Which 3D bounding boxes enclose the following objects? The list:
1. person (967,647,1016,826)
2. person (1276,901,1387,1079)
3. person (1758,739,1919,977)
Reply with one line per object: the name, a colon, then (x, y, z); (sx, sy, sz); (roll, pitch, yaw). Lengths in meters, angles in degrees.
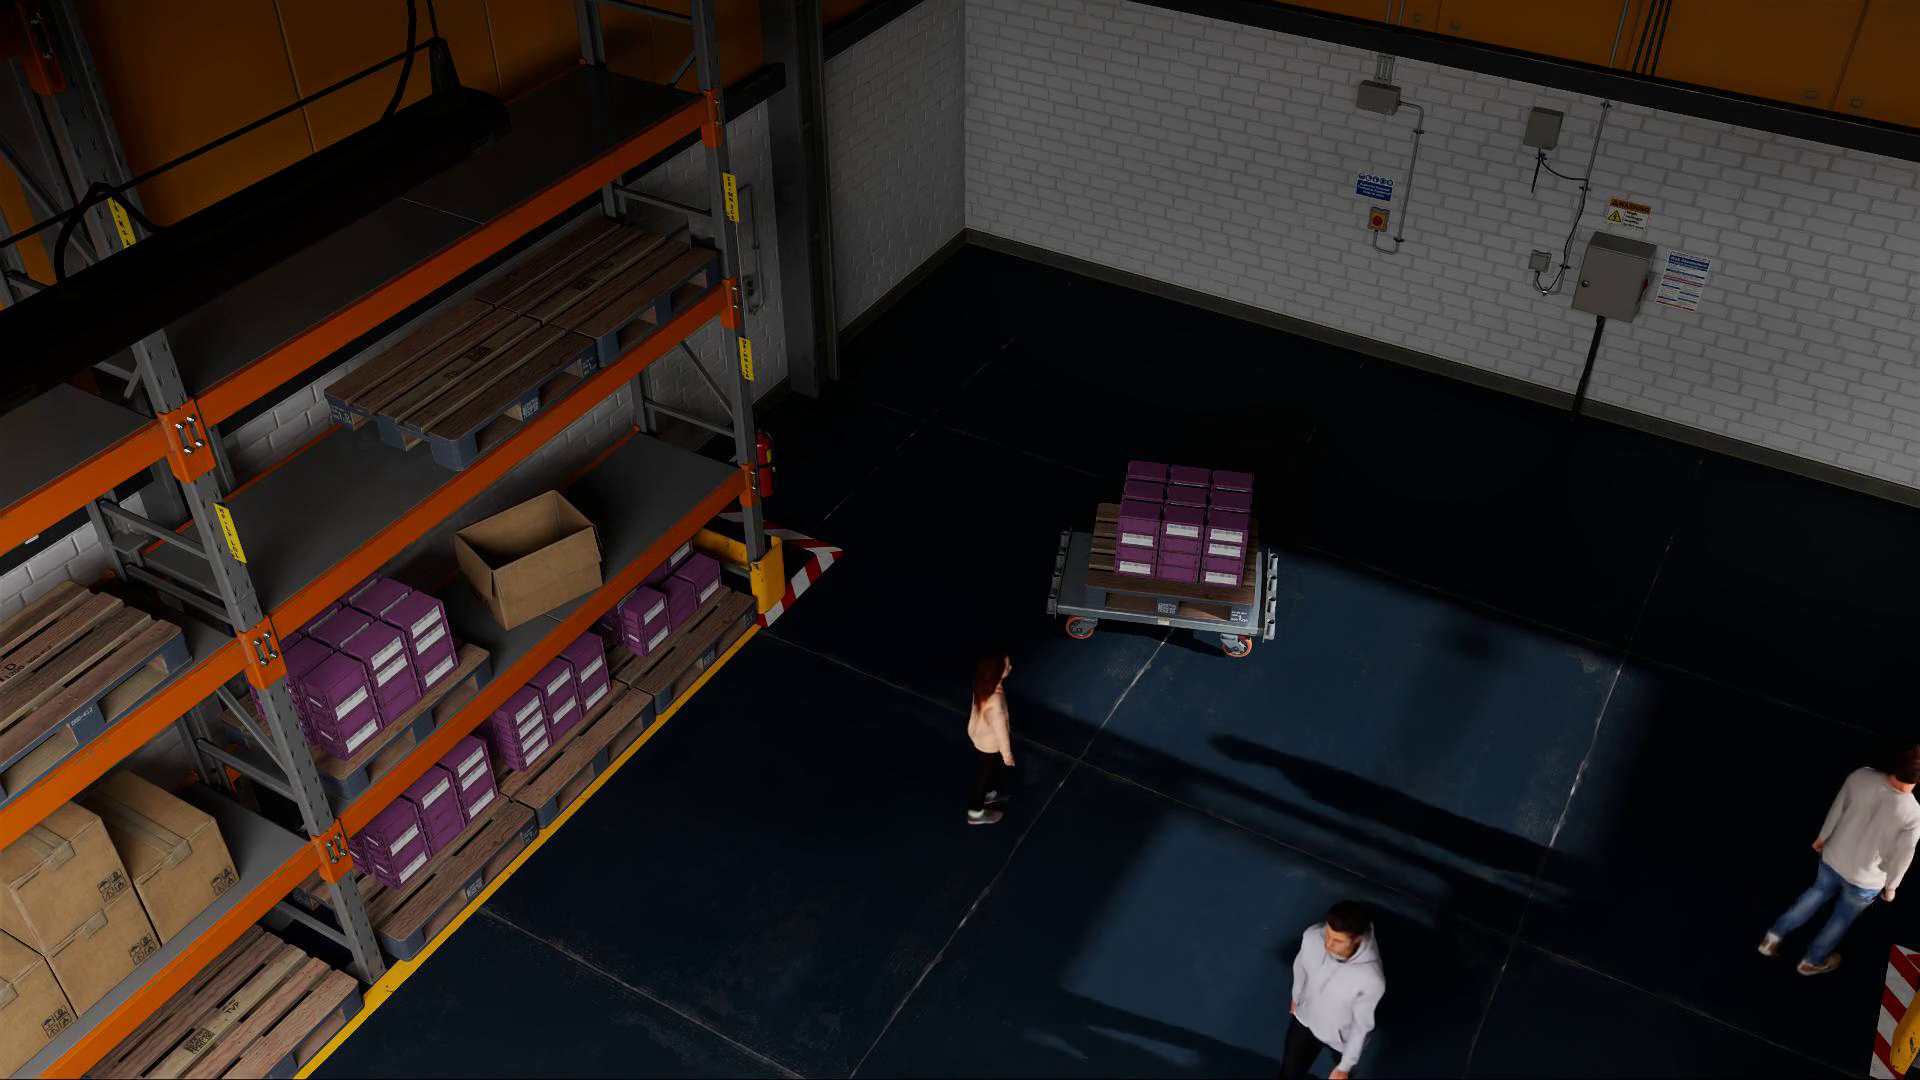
person: (0.129, 1.251, 10.514); (0.737, 1.473, 0.655); (-3, 39, -4)
person: (1.997, 2.468, 8.667); (0.864, 1.876, 1.233); (30, 47, 32)
person: (5.003, 1.867, 9.410); (0.968, 1.889, 0.889); (-15, 41, -17)
